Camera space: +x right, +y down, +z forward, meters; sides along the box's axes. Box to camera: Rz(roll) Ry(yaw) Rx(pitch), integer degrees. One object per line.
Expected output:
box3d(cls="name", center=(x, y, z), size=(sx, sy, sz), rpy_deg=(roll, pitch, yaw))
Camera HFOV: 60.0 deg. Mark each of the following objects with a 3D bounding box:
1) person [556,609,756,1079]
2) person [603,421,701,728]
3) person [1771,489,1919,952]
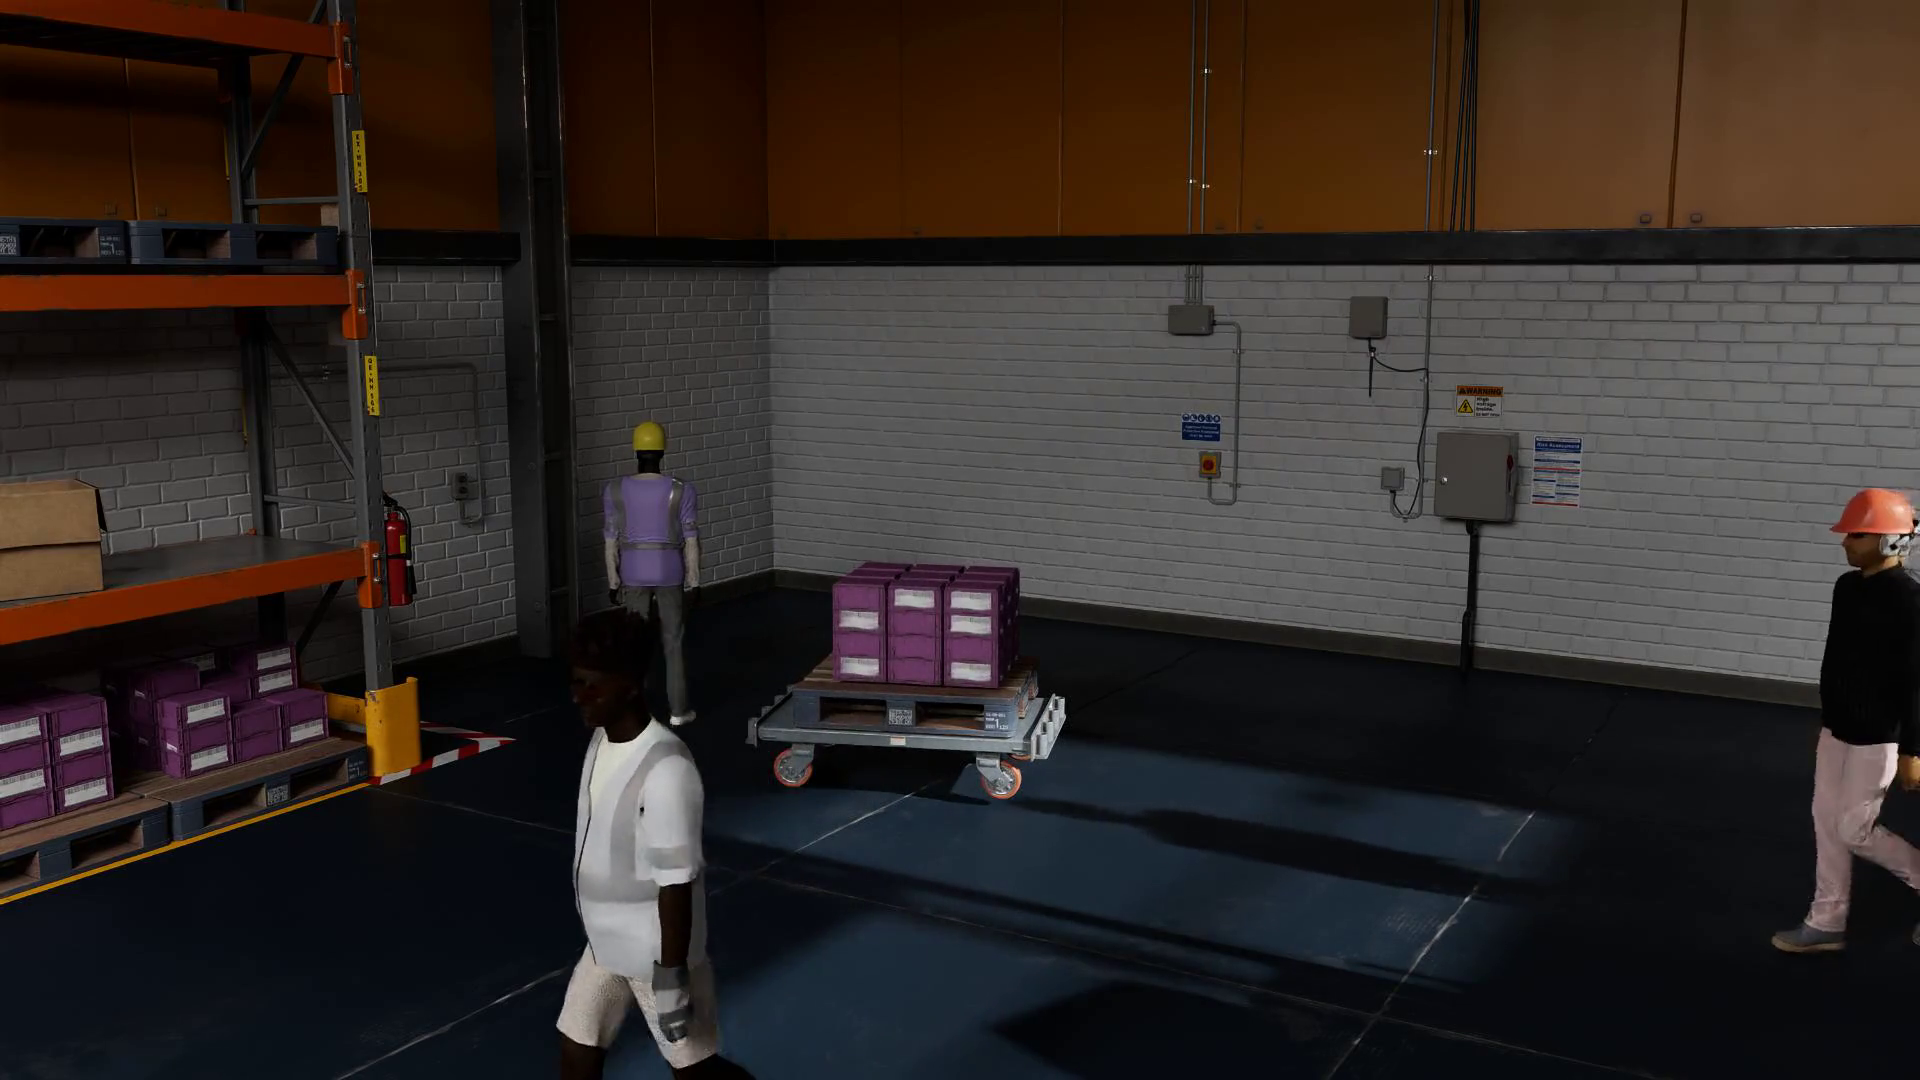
box3d(cls="person", center=(-0.853, 1.125, 4.807), size=(0.975, 1.924, 0.606), rpy_deg=(-6, 11, -34))
box3d(cls="person", center=(-1.908, 0.221, 10.383), size=(0.594, 1.928, 0.365), rpy_deg=(0, 9, -1))
box3d(cls="person", center=(3.784, 0.767, 6.833), size=(0.643, 1.976, 0.619), rpy_deg=(0, 9, 2))
